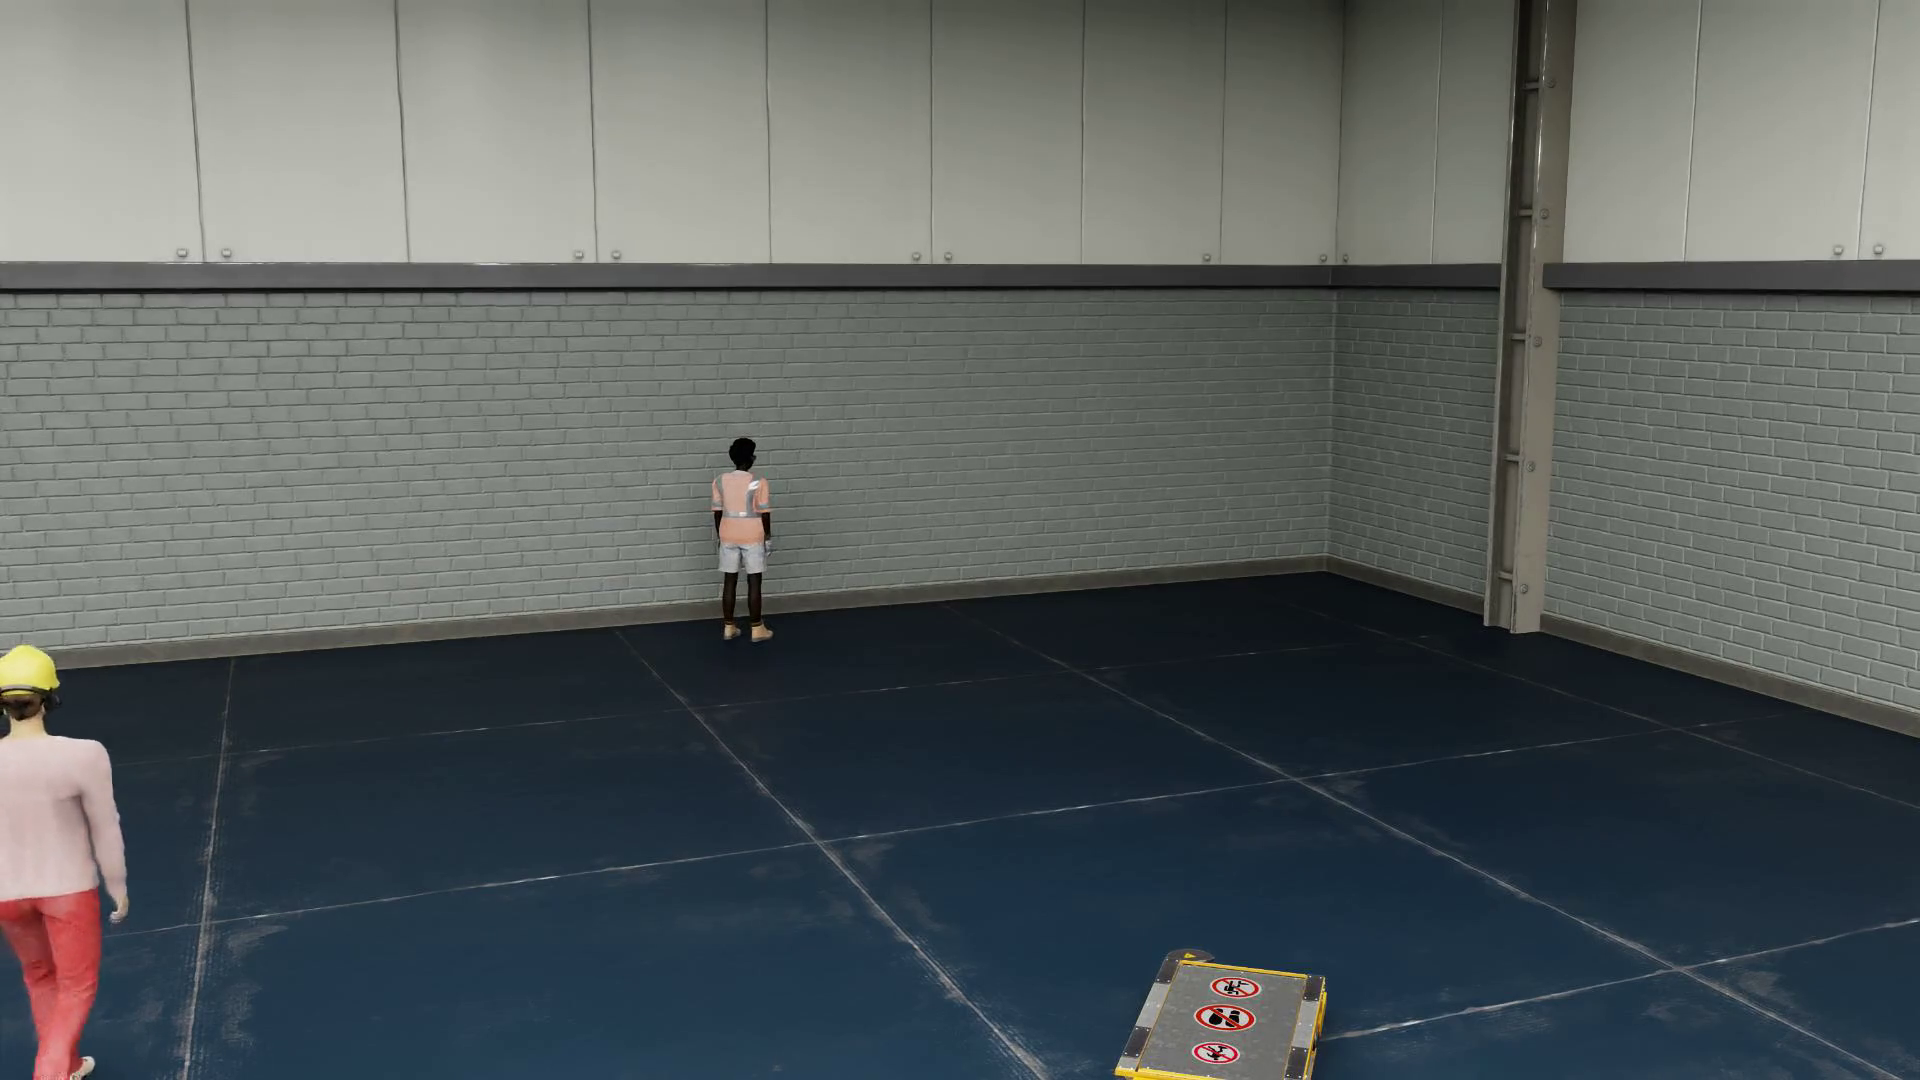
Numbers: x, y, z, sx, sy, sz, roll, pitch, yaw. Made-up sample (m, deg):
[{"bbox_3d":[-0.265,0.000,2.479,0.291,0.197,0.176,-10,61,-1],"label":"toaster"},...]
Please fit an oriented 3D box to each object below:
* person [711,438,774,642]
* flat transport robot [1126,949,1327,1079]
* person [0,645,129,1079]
[{"bbox_3d":[-1.798,-0.004,13.812,0.540,1.697,0.317,4,10,21],"label":"person"},{"bbox_3d":[0.988,1.915,6.232,0.652,0.197,1.431,3,9,17],"label":"flat transport robot"},{"bbox_3d":[-3.247,1.237,5.860,0.528,1.737,0.801,-1,9,-7],"label":"person"}]
